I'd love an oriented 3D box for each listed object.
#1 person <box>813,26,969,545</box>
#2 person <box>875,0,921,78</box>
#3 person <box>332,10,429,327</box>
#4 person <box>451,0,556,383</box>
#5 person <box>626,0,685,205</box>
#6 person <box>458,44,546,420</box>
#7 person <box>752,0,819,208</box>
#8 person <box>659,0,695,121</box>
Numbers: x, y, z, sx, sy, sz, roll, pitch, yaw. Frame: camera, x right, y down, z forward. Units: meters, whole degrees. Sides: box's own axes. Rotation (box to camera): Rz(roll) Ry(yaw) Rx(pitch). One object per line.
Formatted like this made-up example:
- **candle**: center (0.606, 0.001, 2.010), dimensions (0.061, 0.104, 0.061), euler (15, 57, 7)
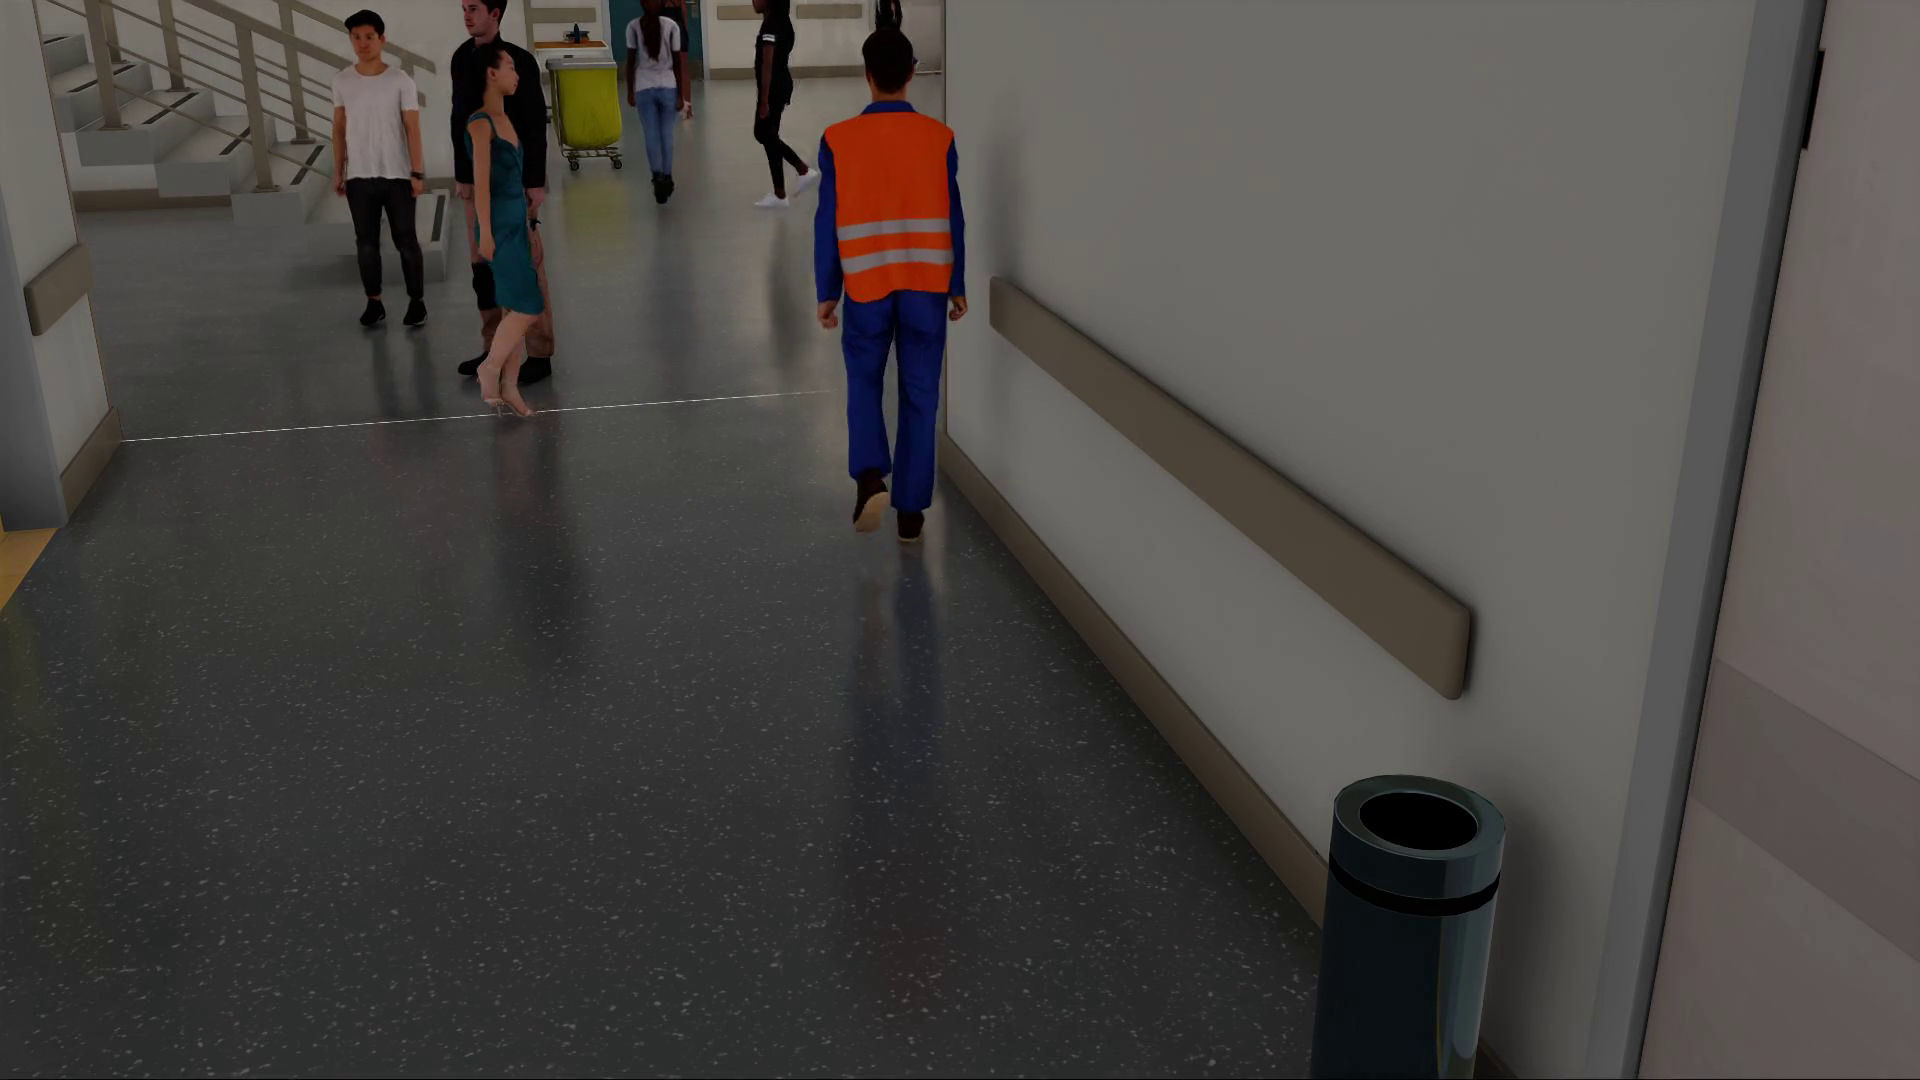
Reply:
- **person**: center (-0.227, -0.843, 5.901), dimensions (0.841, 1.851, 0.867), euler (-1, 21, -3)
- **person**: center (-0.875, -6.965, 22.323), dimensions (0.904, 1.667, 0.614), euler (-6, 22, -16)
- **person**: center (-3.223, -2.070, 9.286), dimensions (0.604, 1.716, 0.773), euler (1, 21, 4)
- **person**: center (-2.263, -1.751, 8.192), dimensions (0.772, 1.925, 0.853), euler (9, 23, 23)
- **person**: center (-2.400, -3.493, 13.135), dimensions (1.034, 1.682, 0.696), euler (-4, 21, -12)
- **person**: center (-2.134, -1.355, 7.506), dimensions (0.705, 1.671, 0.670), euler (3, 21, 7)
- **person**: center (-1.368, -3.462, 13.002), dimensions (0.817, 1.718, 0.739), euler (0, 21, 1)
- **person**: center (-3.232, -5.623, 18.612), dimensions (0.497, 1.787, 0.632), euler (-4, 21, -11)
